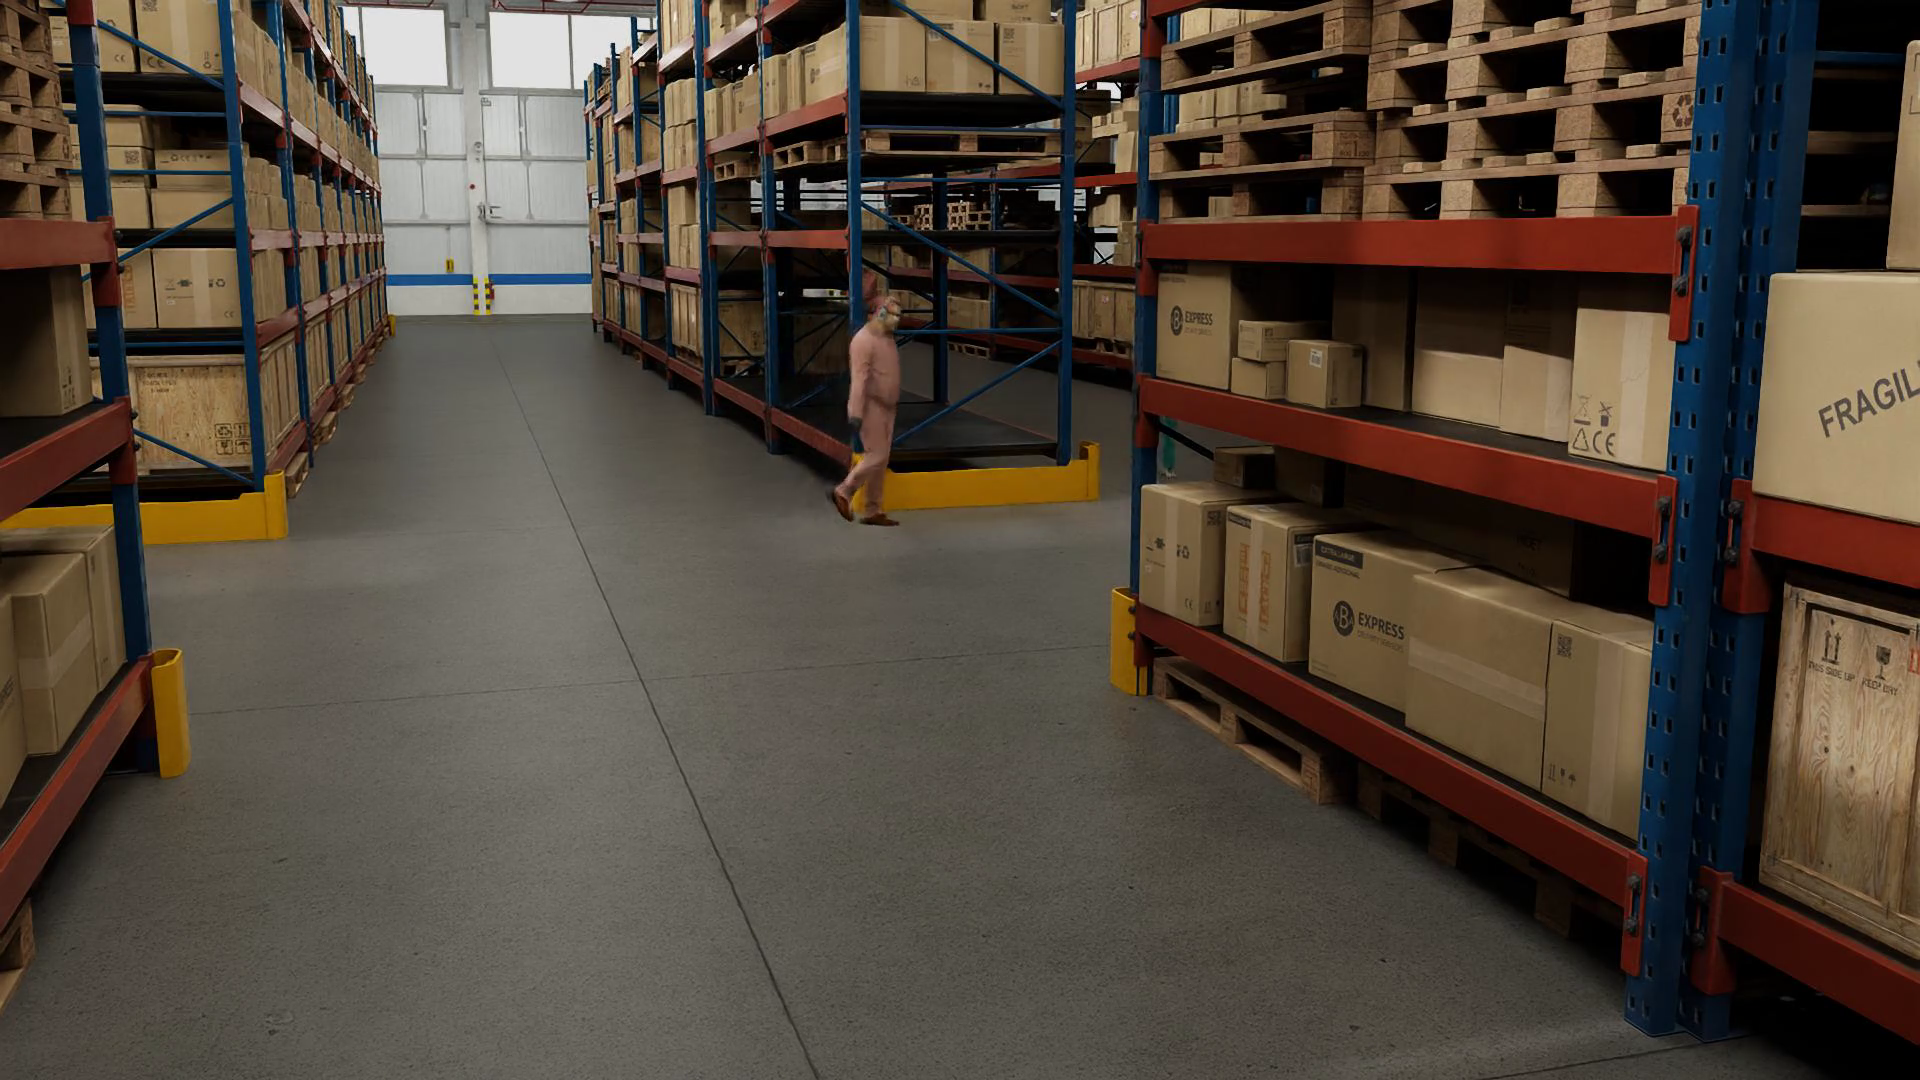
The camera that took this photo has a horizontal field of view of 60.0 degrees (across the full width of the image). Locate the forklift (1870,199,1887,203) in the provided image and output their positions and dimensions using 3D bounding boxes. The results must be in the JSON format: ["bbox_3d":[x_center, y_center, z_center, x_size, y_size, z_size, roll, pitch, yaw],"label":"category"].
[{"bbox_3d":[11.338,-2.915,21.052,1.129,2.768,1.873,-3,11,-17],"label":"forklift"}]

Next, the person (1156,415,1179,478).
[{"bbox_3d":[2.005,-1.460,16.174,0.559,1.750,0.474,-1,10,-7],"label":"person"}]

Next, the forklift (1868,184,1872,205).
[{"bbox_3d":[5.271,-0.808,9.501,1.129,2.768,1.873,-3,11,-17],"label":"forklift"}]

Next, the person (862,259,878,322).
[{"bbox_3d":[-2.156,-5.332,37.078,0.657,1.875,0.940,-2,11,-10],"label":"person"}]

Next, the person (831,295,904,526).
[{"bbox_3d":[-0.717,-1.038,13.505,0.487,1.877,0.719,4,11,22],"label":"person"}]
